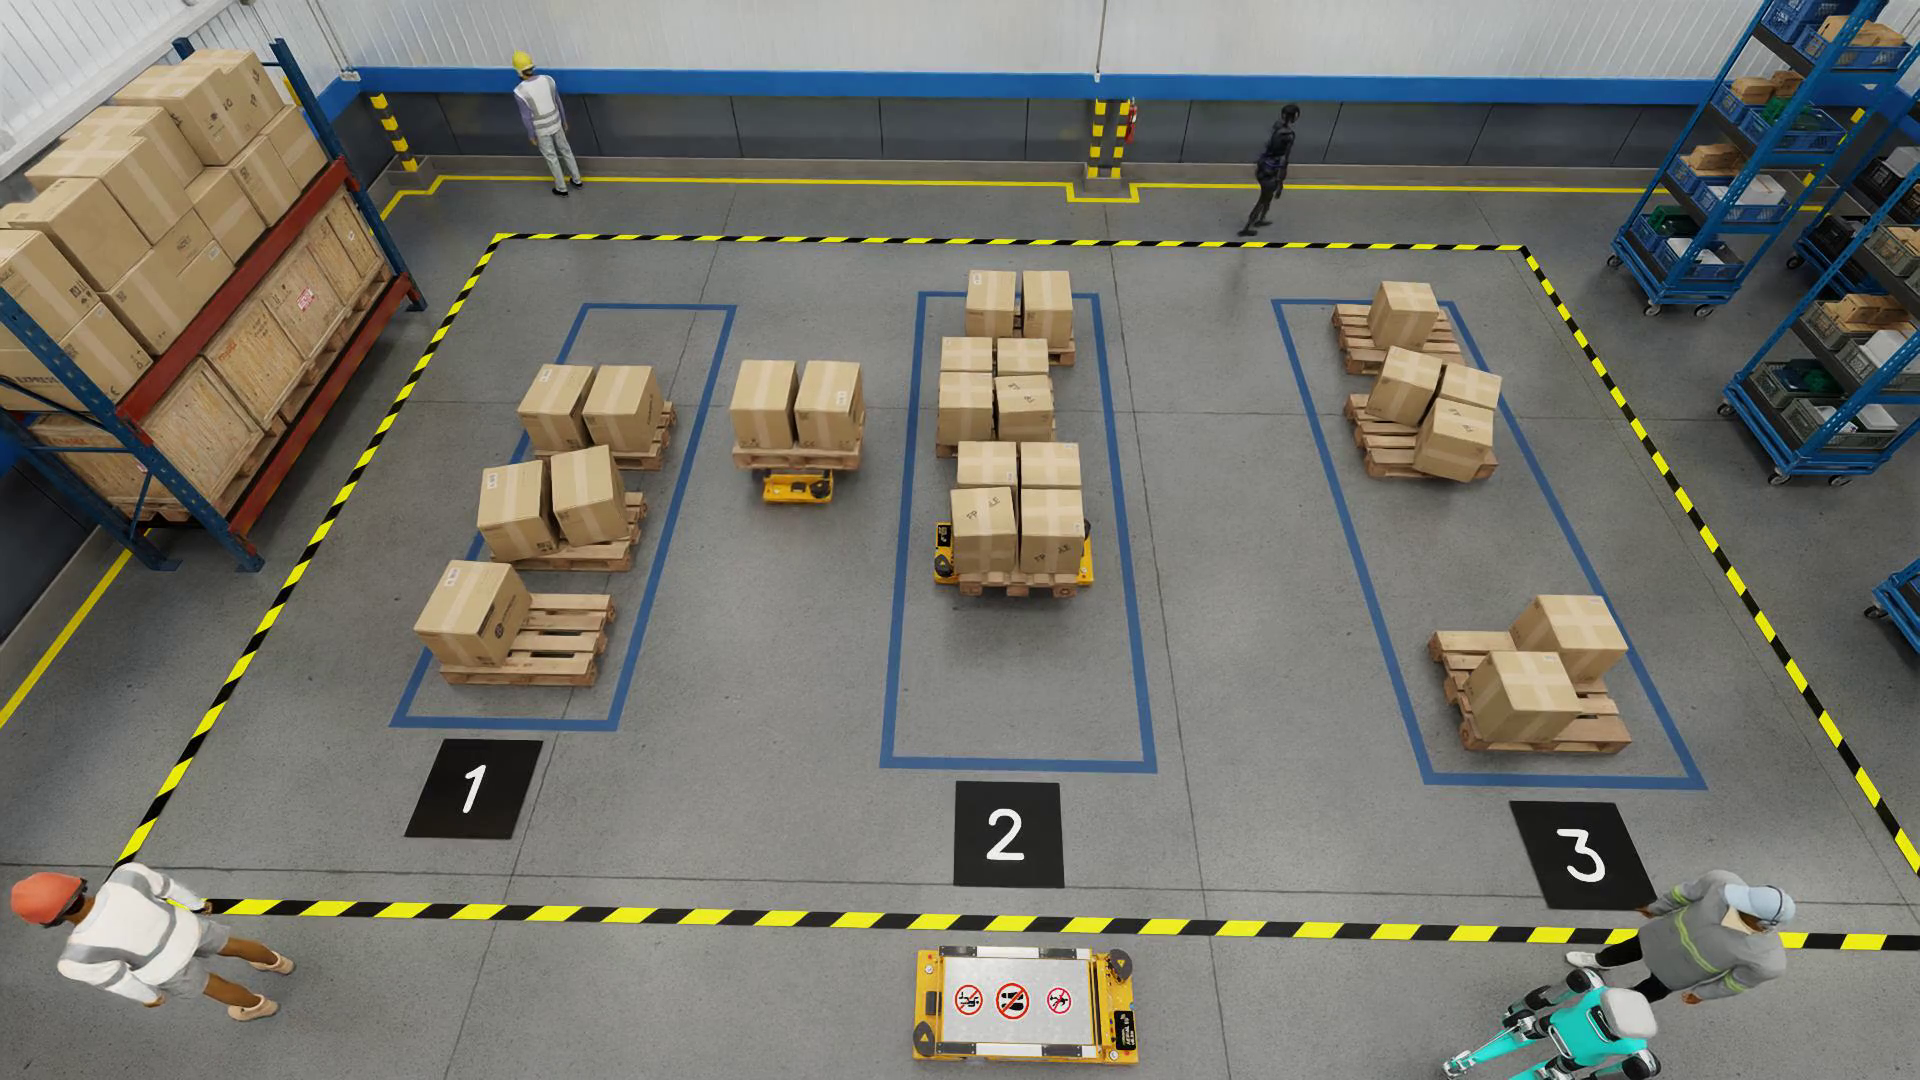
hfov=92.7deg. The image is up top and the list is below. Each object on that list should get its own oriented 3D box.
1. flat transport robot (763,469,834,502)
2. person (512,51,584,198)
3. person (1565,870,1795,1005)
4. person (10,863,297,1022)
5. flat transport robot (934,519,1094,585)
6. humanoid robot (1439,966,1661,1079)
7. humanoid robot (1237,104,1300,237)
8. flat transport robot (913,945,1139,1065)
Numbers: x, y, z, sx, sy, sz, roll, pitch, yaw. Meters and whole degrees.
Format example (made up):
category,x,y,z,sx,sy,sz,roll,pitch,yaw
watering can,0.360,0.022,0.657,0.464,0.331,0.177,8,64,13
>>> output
category,x,y,z,sx,sy,sz,roll,pitch,yaw
flat transport robot,-1.564,-0.973,9.261,0.652,0.197,1.431,1,51,1
person,-5.350,-5.345,11.835,0.404,1.827,0.601,29,57,22
person,4.297,2.443,5.474,0.397,1.849,0.591,-2,51,-2
person,-4.686,2.394,5.391,0.379,2.039,0.615,1,51,0
flat transport robot,0.490,0.087,8.397,1.431,0.197,0.652,1,51,1
humanoid robot,3.106,2.886,5.099,0.735,1.677,0.533,-12,52,-10
humanoid robot,3.845,-4.521,11.263,0.549,1.641,0.585,-8,51,-6
flat transport robot,0.422,3.041,6.007,1.431,0.231,0.659,1,51,1
